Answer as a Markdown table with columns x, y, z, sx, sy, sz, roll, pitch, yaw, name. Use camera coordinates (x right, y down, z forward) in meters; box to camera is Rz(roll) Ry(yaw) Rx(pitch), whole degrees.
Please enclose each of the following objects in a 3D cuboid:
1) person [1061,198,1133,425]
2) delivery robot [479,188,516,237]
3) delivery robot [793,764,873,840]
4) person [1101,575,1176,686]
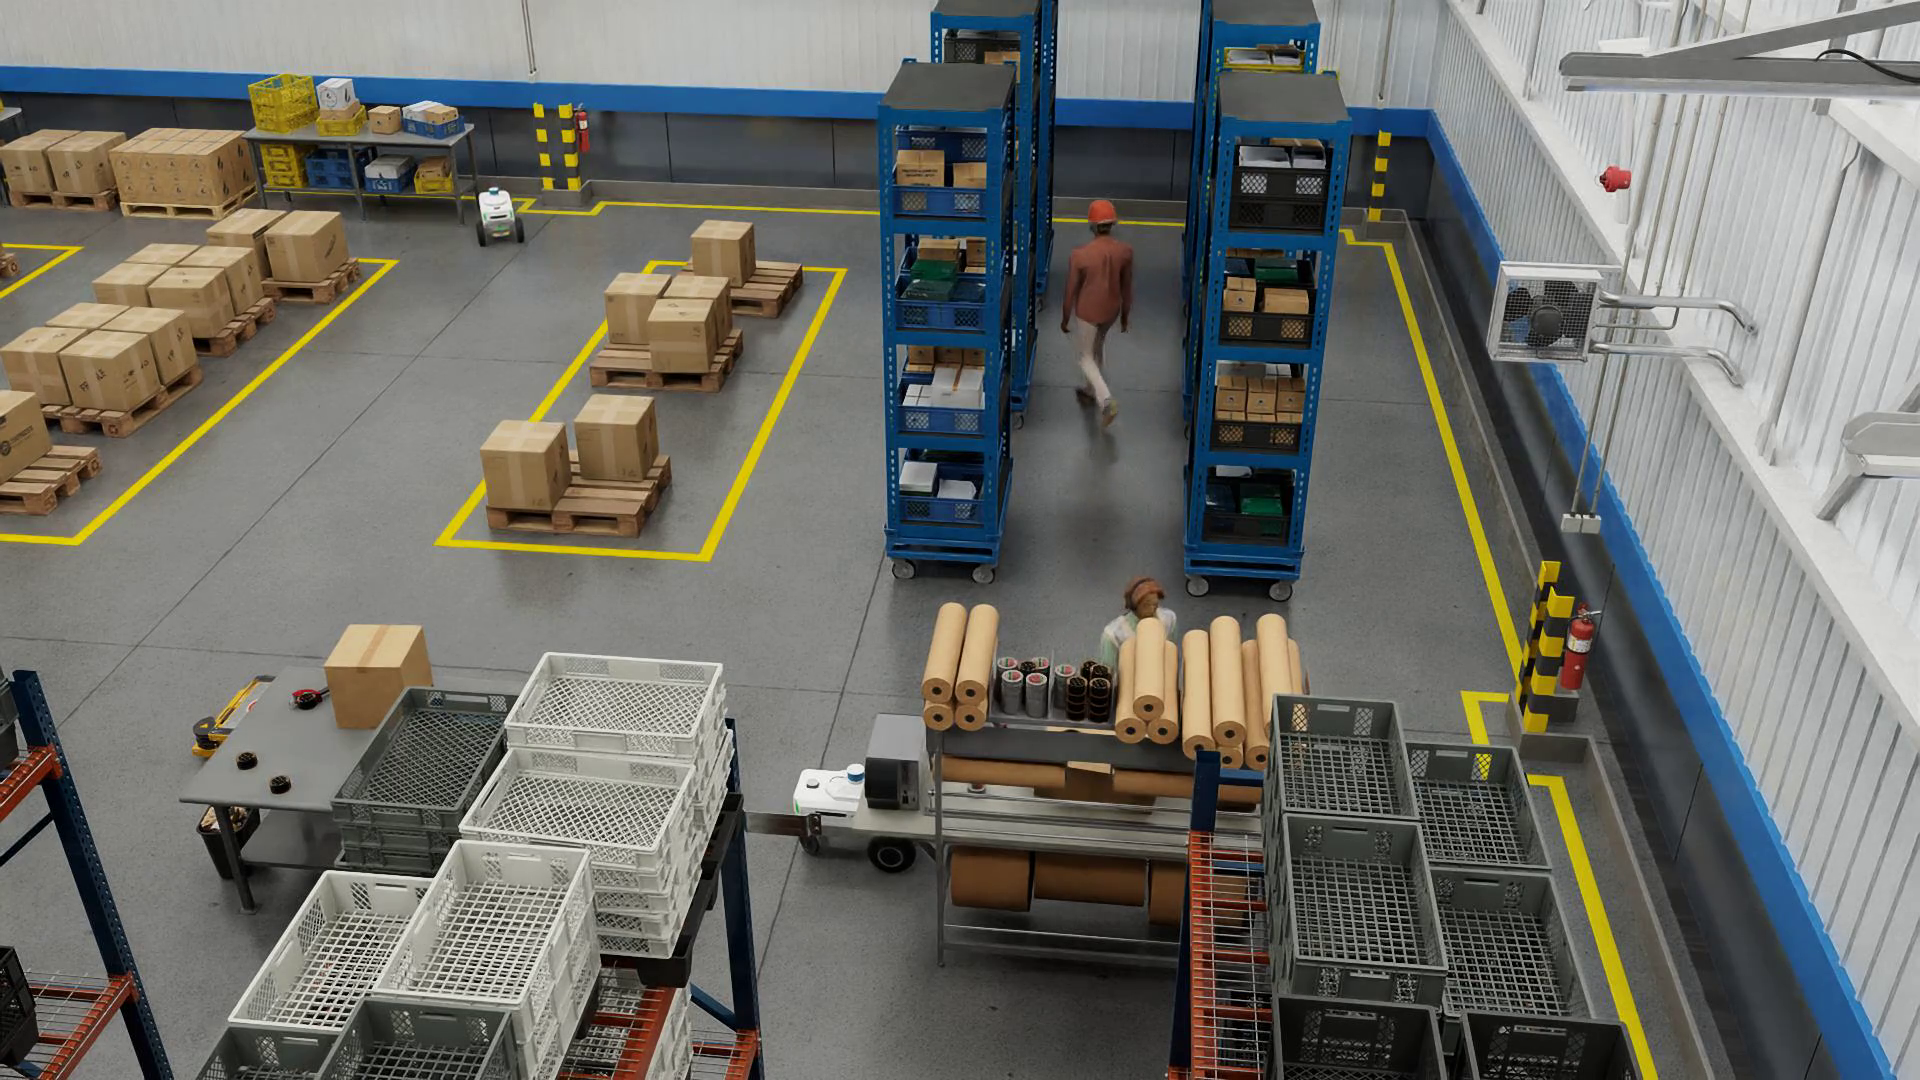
| x | y | z | sx | sy | sz | roll | pitch | yaw | name |
| --- | --- | --- | --- | --- | --- | --- | --- | --- | --- |
| 1.208 | -1.967 | 14.348 | 0.615 | 1.959 | 0.852 | -14 | 33 | -22 | person |
| -5.194 | -3.704 | 18.637 | 0.477 | 0.478 | 0.707 | -9 | 32 | -15 | delivery robot |
| -0.600 | 1.521 | 9.663 | 0.707 | 0.478 | 0.477 | 4 | 31 | 7 | delivery robot |
| 1.024 | 0.919 | 9.717 | 0.522 | 1.637 | 0.309 | -17 | 34 | -26 | person |
